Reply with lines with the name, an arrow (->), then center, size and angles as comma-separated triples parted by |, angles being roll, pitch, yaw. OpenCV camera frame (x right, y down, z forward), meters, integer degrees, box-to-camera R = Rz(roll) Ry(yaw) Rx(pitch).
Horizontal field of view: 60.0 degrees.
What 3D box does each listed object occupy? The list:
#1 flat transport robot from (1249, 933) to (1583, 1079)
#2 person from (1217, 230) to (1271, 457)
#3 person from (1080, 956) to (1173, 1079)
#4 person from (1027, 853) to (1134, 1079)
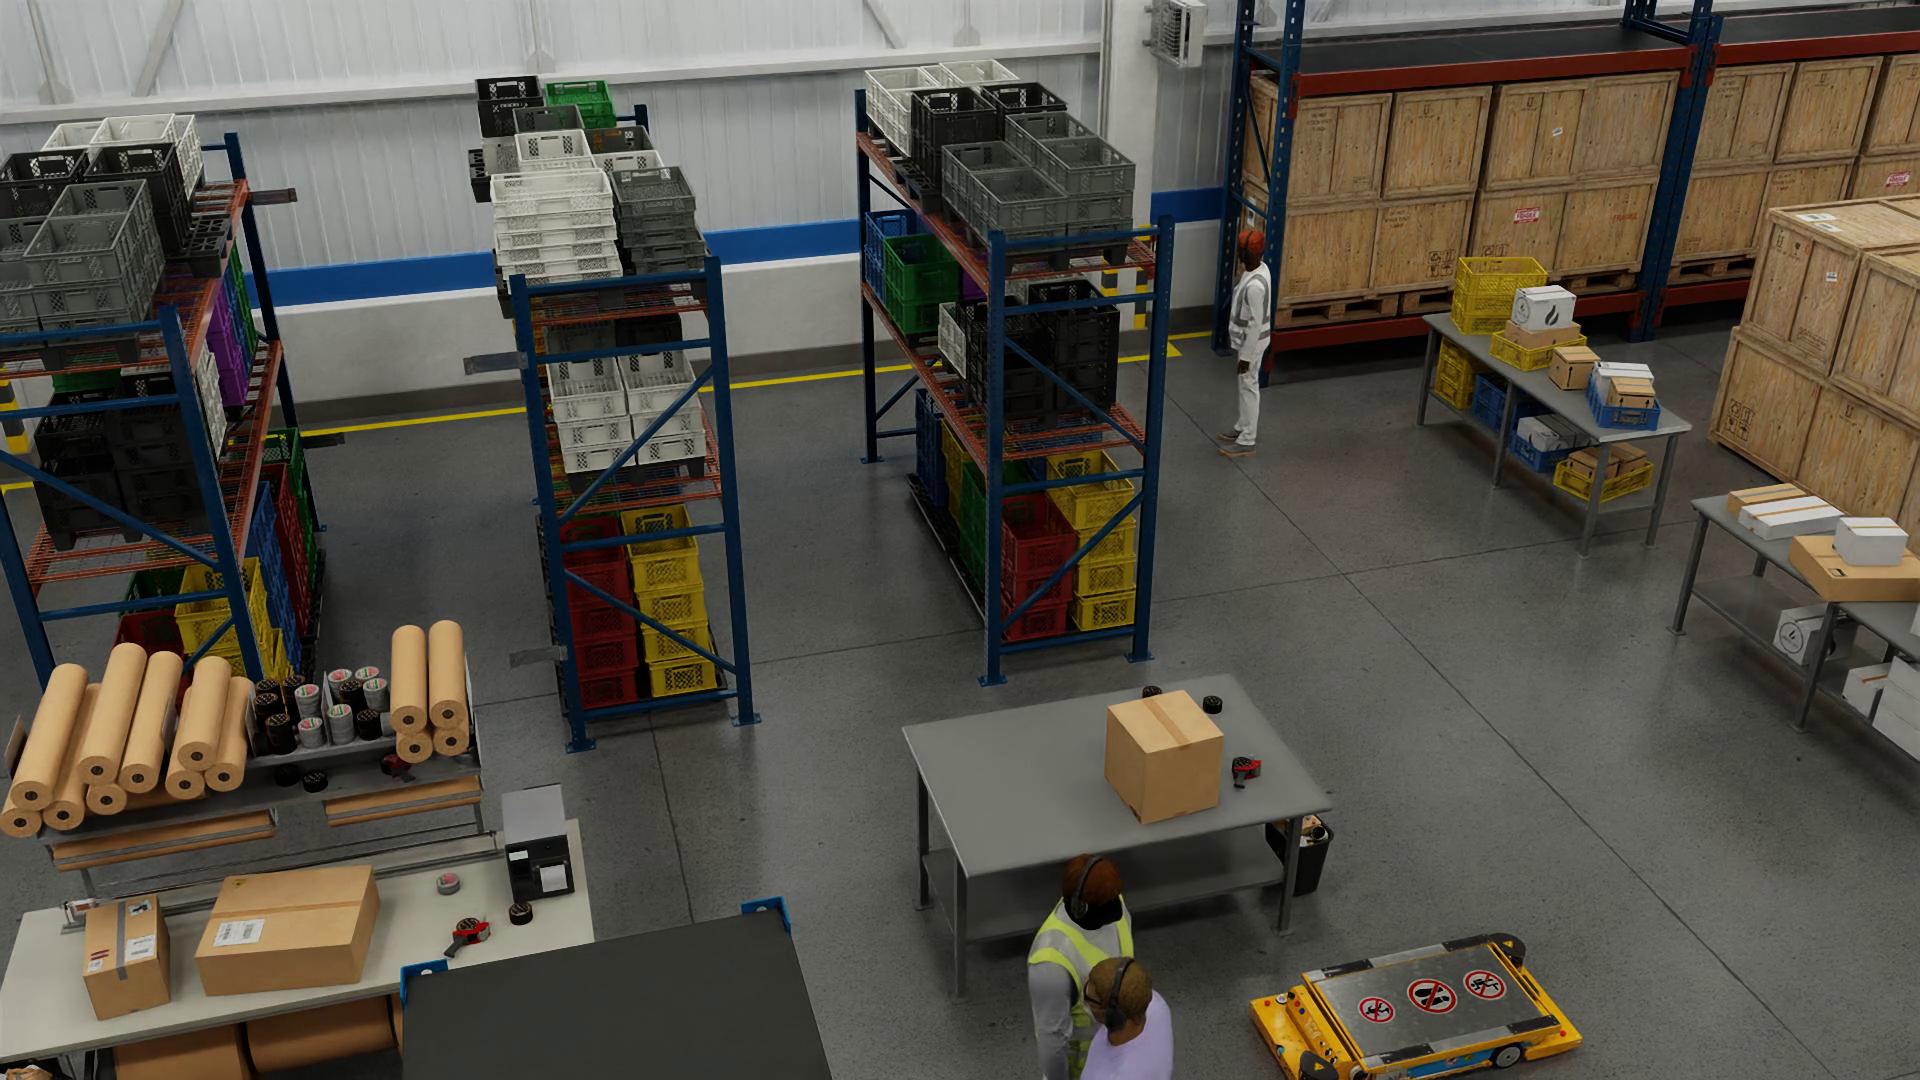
flat transport robot -> 2.184, 2.282, 7.980 | 1.431, 0.197, 0.652 | -8, 30, -14
person -> 2.303, -1.574, 13.337 | 0.361, 1.881, 0.575 | 5, 29, 9
person -> 0.596, 2.316, 6.201 | 0.352, 1.937, 0.635 | 8, 30, 14
person -> 0.514, 2.034, 6.812 | 0.429, 1.842, 0.634 | 14, 32, 23
